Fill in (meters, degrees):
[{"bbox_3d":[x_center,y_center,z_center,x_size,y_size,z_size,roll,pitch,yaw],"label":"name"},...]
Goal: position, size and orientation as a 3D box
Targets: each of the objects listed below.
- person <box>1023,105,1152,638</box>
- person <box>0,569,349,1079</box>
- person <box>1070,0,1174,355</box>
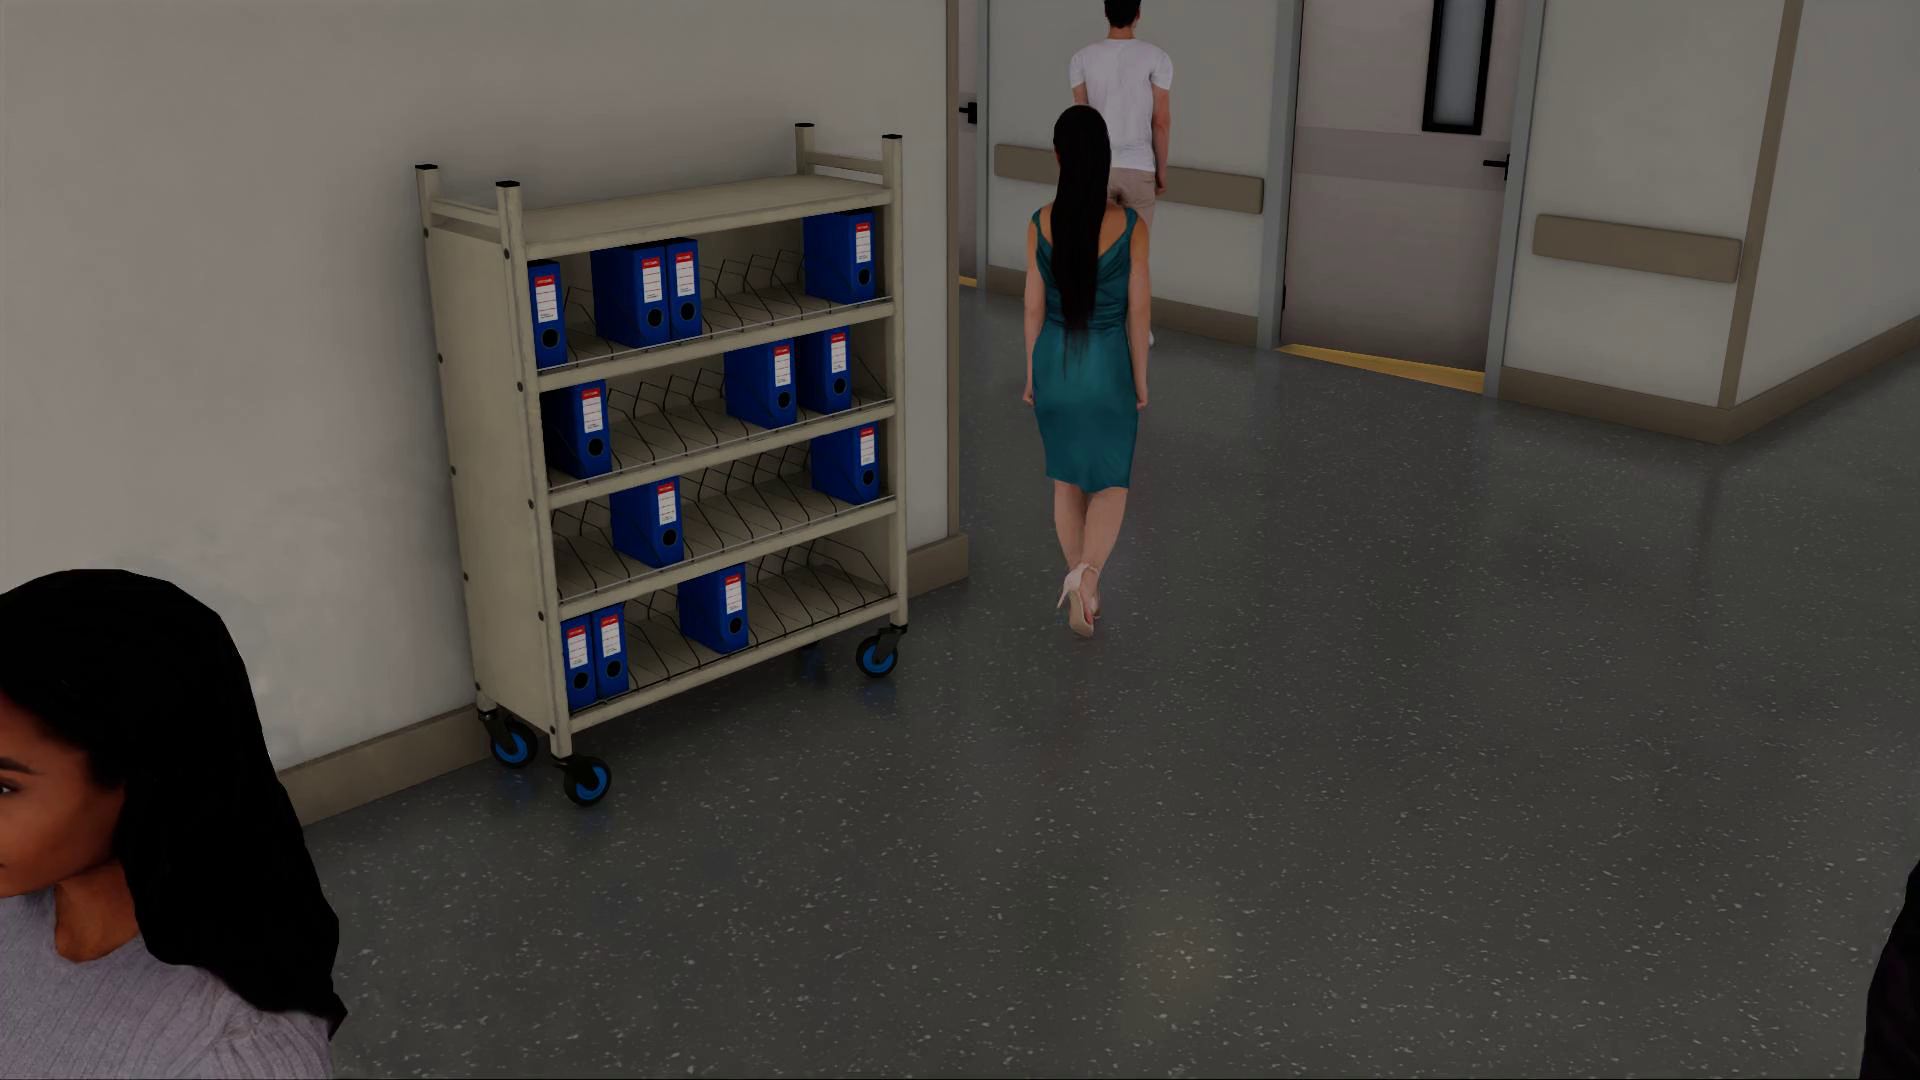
[{"bbox_3d":[0.363,-0.437,5.047,0.775,1.670,0.881,4,21,11],"label":"person"},{"bbox_3d":[-0.660,0.816,1.658,0.666,1.727,0.618,15,26,35],"label":"person"},{"bbox_3d":[0.823,-1.904,8.613,0.778,1.888,0.799,4,21,10],"label":"person"}]
